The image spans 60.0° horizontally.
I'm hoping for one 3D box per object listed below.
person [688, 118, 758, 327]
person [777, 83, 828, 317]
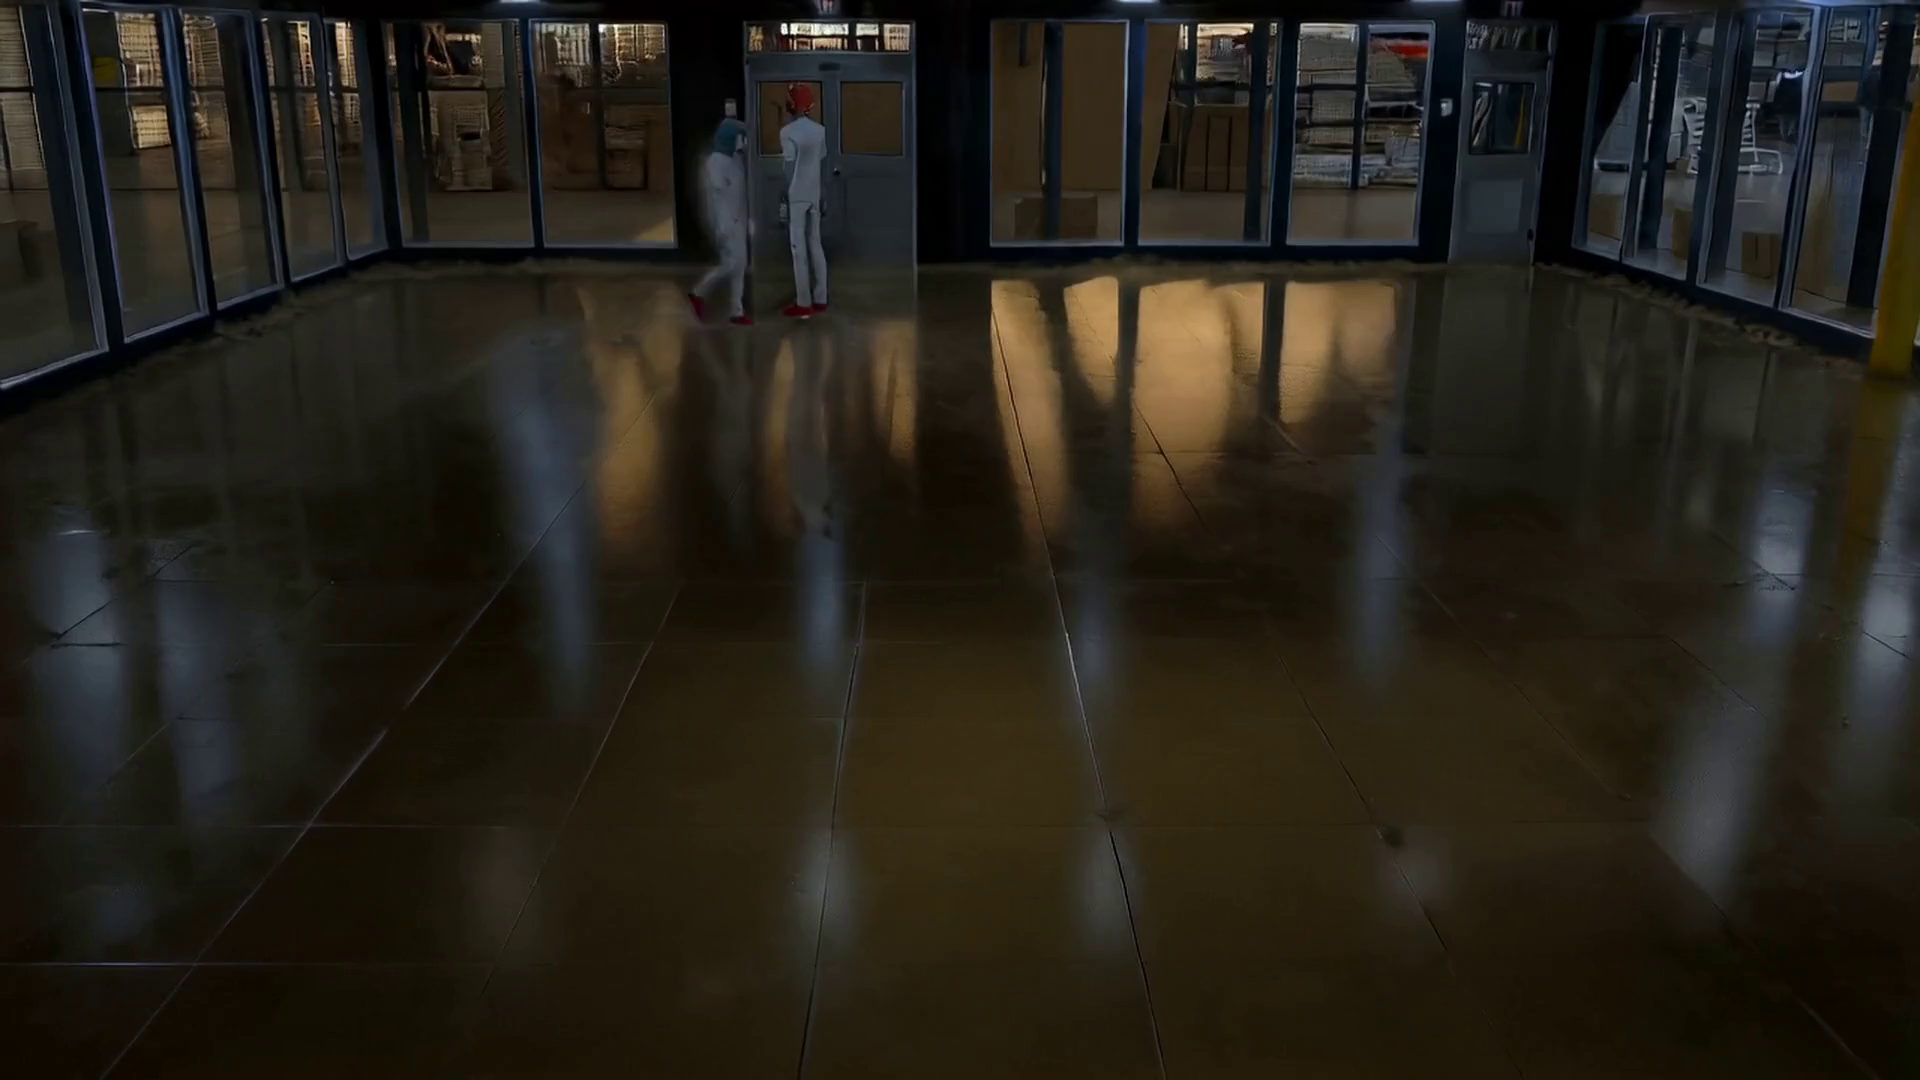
[{"bbox_3d":[-1.856,-2.471,13.004,0.457,1.614,0.517,7,18,23],"label":"person"},{"bbox_3d":[-1.293,-2.757,13.562,0.313,1.866,0.538,12,20,36],"label":"person"}]
